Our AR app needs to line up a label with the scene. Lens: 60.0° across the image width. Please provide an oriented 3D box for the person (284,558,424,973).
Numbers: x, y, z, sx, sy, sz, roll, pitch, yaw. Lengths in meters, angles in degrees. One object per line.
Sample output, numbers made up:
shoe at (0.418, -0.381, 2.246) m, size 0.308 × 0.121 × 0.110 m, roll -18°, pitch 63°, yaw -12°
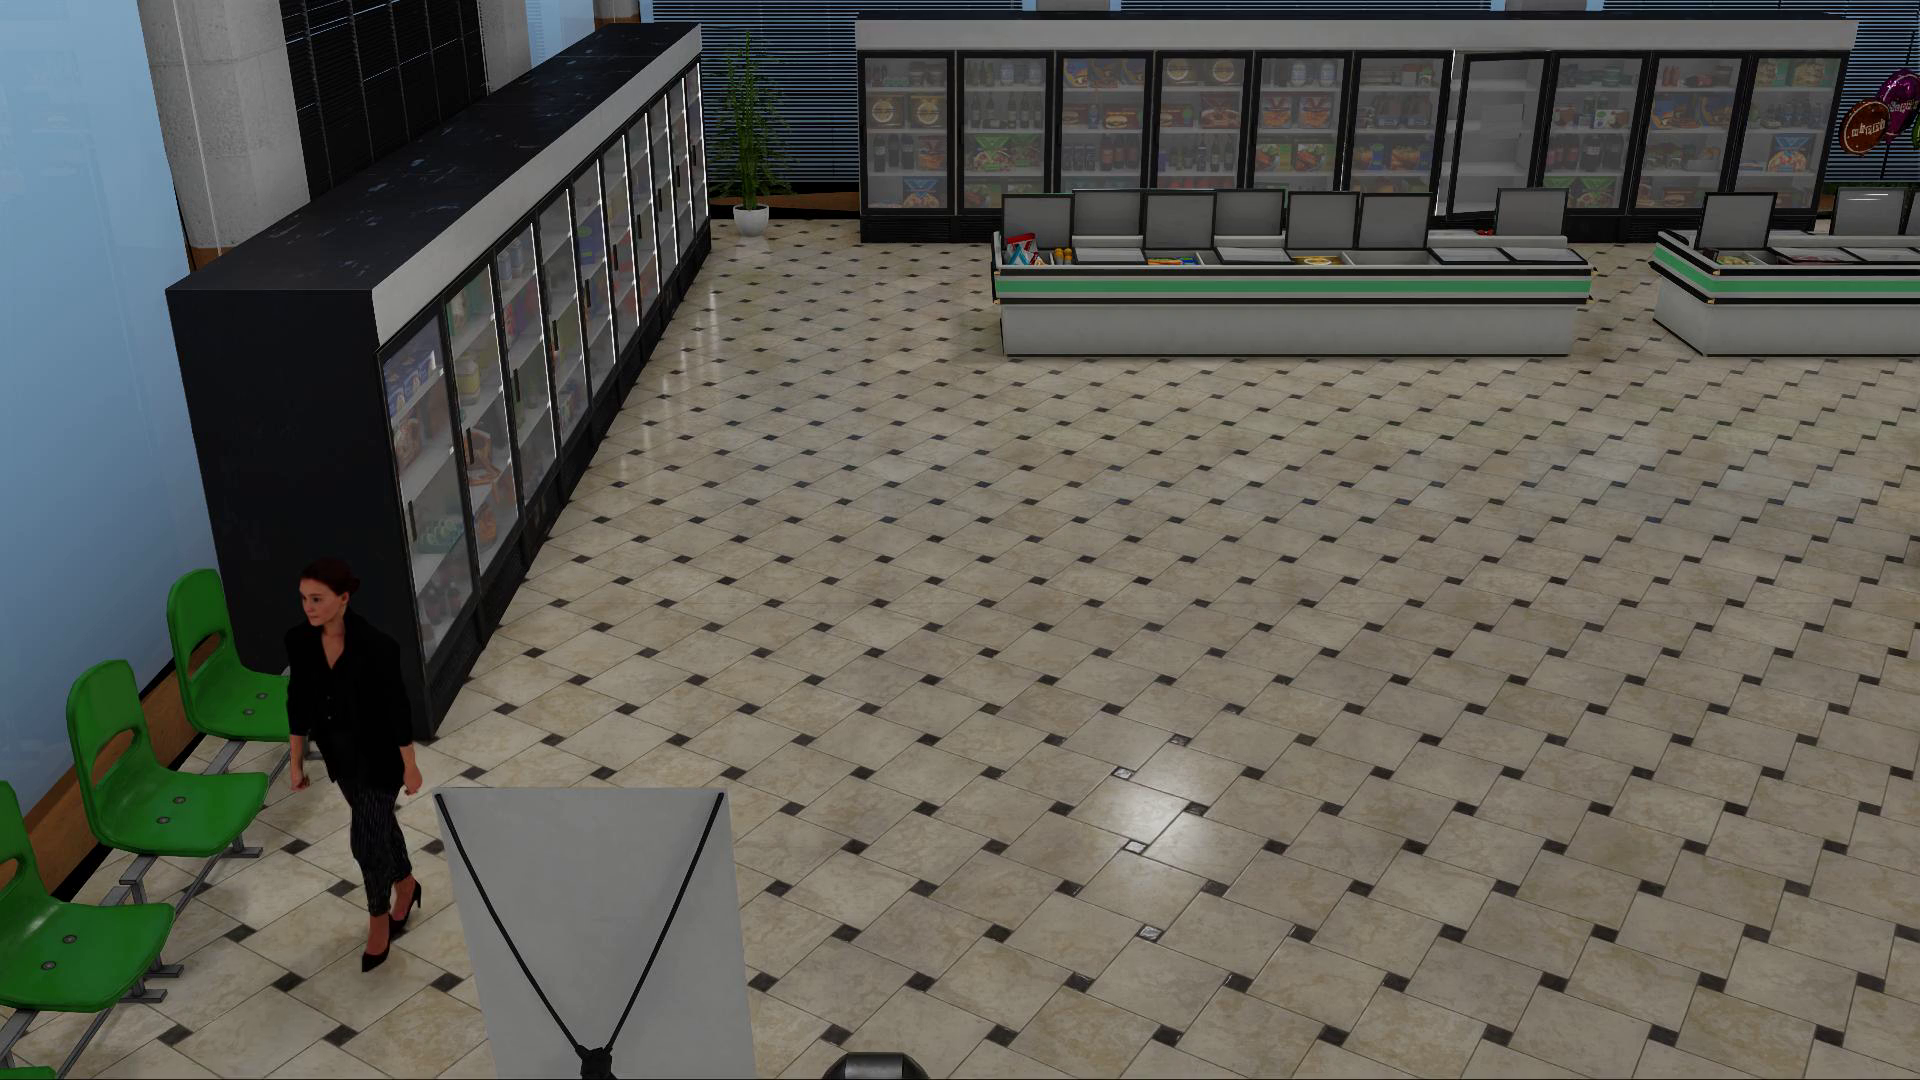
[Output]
person at (-2.301, 0.817, 6.578) m, size 0.765 × 1.699 × 0.831 m, roll 8°, pitch 25°, yaw 18°
